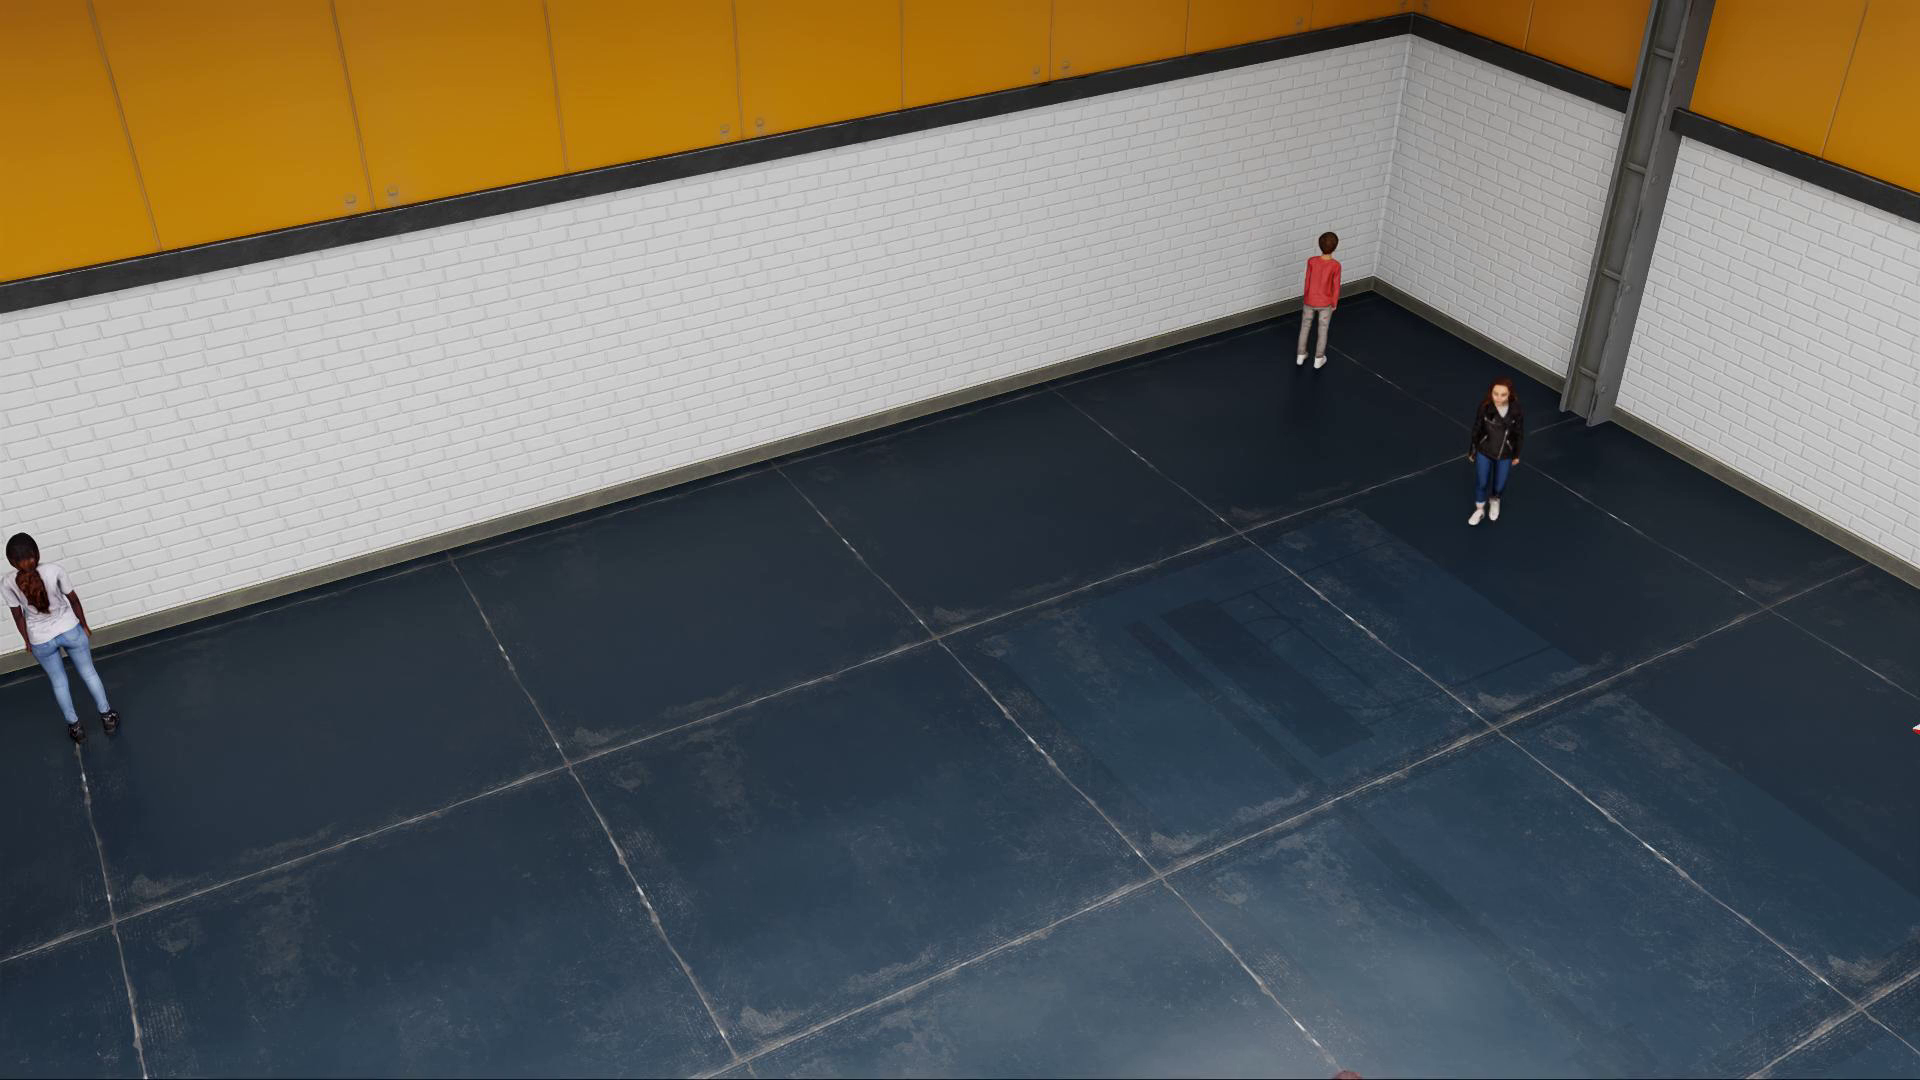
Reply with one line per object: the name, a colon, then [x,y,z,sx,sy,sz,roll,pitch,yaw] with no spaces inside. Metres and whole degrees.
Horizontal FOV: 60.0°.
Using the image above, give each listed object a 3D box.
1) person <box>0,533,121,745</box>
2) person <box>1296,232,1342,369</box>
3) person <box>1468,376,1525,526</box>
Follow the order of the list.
person: [-6.331,0.677,11.655,0.579,1.719,0.520,-19,38,-26]
person: [3.570,-2.394,16.549,0.559,1.415,0.640,13,36,19]
person: [4.547,-0.783,14.086,0.730,1.460,0.791,13,36,18]
